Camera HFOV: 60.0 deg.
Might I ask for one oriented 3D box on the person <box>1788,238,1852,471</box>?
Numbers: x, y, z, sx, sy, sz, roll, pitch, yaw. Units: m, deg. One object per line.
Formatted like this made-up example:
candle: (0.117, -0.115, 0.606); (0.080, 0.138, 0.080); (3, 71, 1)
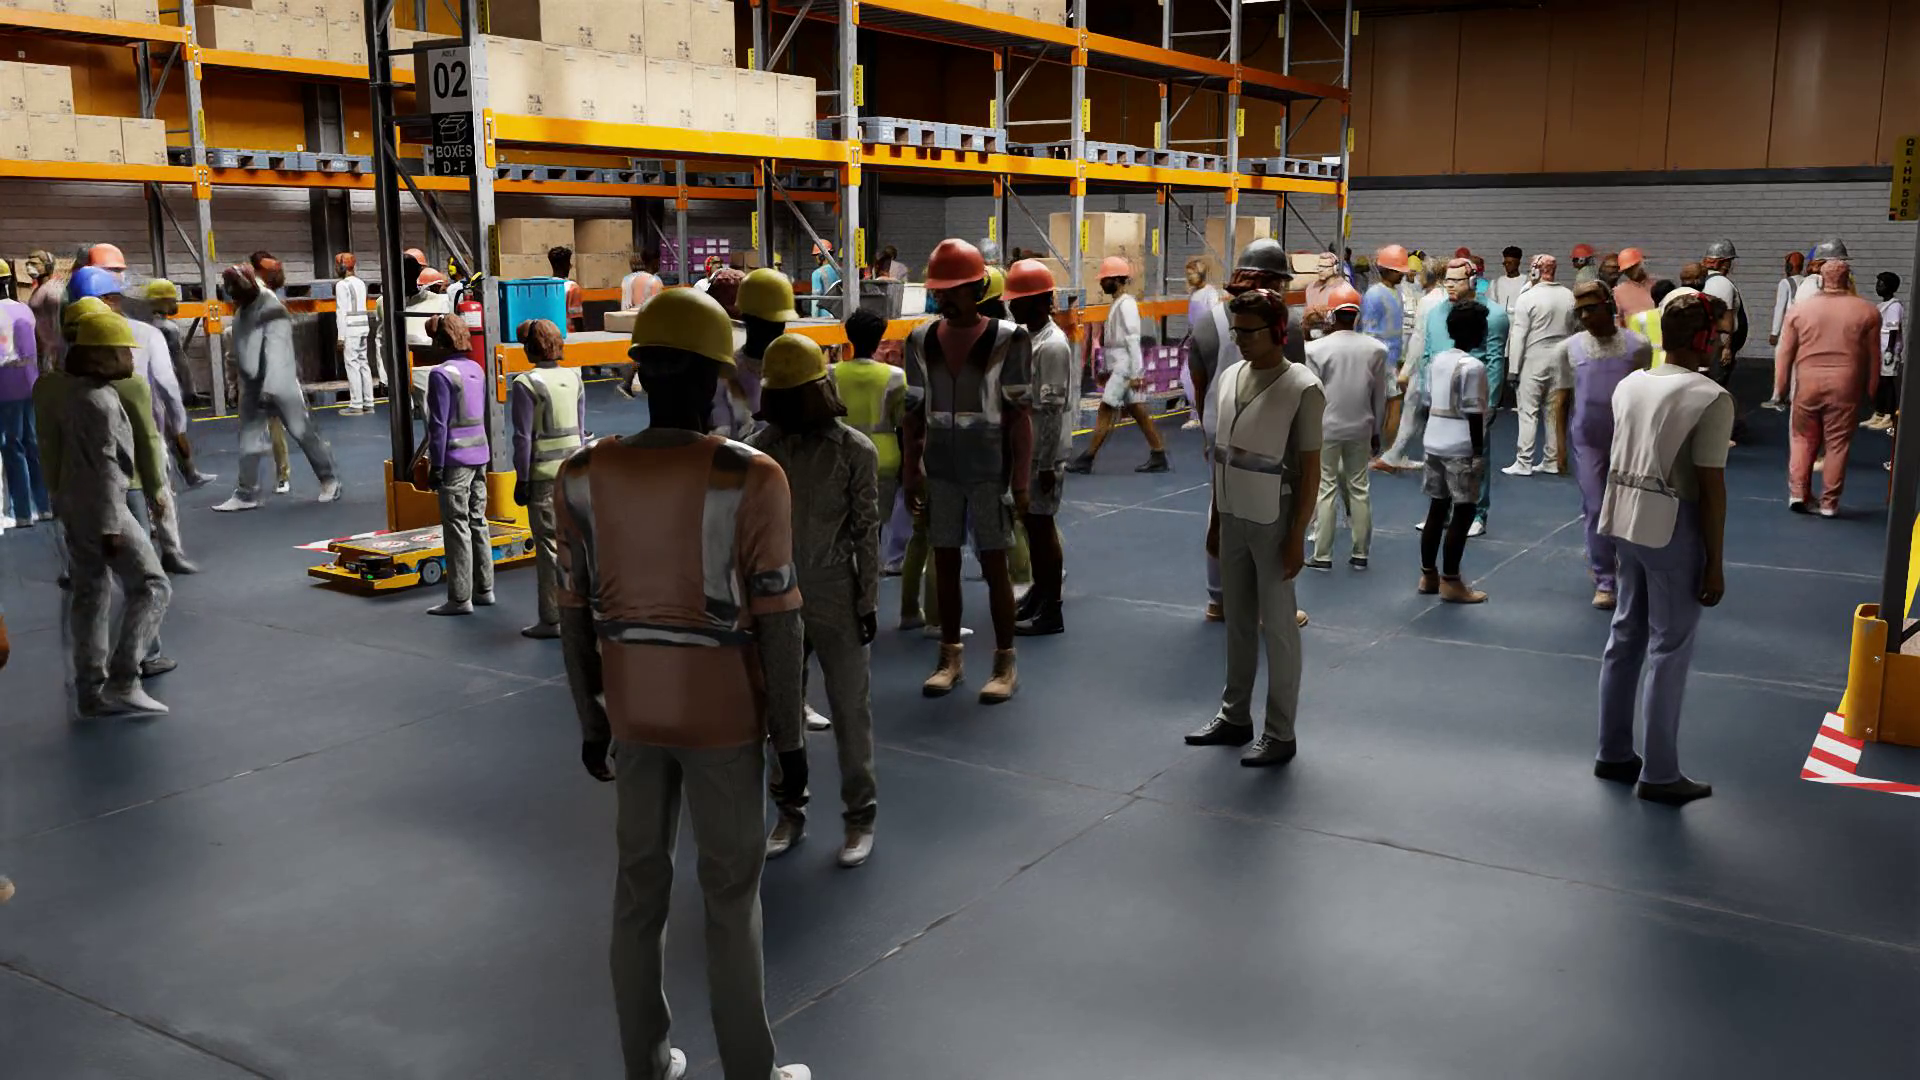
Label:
person: (7.651, -1.641, 14.721); (0.536, 2.000, 0.673); (8, 13, 38)

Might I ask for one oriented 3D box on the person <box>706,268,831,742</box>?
person: (-0.785, -0.133, 6.733); (0.399, 1.911, 0.596); (9, 14, 42)

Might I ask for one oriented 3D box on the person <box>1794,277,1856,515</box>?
person: (6.421, -1.072, 12.339); (0.329, 1.765, 0.526); (6, 12, 30)

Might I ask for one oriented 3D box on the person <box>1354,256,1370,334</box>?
person: (6.889, -4.008, 28.664); (0.318, 1.742, 0.492); (9, 14, 42)

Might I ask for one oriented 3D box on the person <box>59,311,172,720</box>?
person: (-3.585, -0.094, 7.017); (0.481, 1.721, 0.457); (10, 14, 44)

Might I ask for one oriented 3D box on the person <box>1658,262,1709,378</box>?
person: (6.526, -1.578, 14.972); (0.429, 1.832, 0.641); (-2, 10, -10)

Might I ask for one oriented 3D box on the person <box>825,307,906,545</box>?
person: (-0.508, -0.373, 8.690); (0.541, 1.671, 0.569); (0, 10, -1)

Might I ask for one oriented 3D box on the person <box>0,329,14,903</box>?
person: (-3.135, 0.166, 4.983); (0.734, 1.944, 0.502); (7, 12, 32)

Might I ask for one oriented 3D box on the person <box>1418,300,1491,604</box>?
person: (2.778, -0.490, 9.348); (0.315, 1.693, 0.600); (-2, 10, -12)

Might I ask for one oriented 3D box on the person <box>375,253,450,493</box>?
person: (-4.373, -1.332, 13.352); (0.597, 1.916, 0.370); (0, 10, 0)

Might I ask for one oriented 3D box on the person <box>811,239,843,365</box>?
person: (-1.749, -2.906, 21.773); (0.405, 2.032, 0.611); (8, 13, 36)

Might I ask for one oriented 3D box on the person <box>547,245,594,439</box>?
person: (-4.043, -1.994, 16.881); (0.602, 1.967, 0.370); (5, 12, 28)

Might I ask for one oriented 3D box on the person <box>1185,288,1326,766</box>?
person: (1.178, -0.053, 6.486); (0.390, 1.839, 0.564); (-6, 12, -30)

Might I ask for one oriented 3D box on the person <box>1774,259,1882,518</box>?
person: (6.372, -1.110, 12.225); (0.684, 1.885, 0.560); (6, 12, 28)

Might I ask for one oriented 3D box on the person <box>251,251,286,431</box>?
person: (-7.443, -2.112, 17.710); (0.385, 1.909, 0.590); (-8, 13, -39)

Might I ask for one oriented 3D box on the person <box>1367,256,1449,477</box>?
person: (3.931, -1.423, 13.957); (1.024, 1.890, 0.638); (5, 11, 26)

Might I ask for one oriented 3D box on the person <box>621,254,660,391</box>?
person: (-4.296, -2.919, 22.378); (0.621, 1.838, 0.429); (-9, 14, -42)

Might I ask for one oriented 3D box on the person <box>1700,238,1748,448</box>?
person: (7.421, -1.927, 16.306); (0.538, 2.000, 0.684); (-1, 10, -5)

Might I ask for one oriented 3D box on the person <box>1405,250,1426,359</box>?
person: (6.965, -3.517, 25.616); (0.337, 1.864, 0.513); (3, 11, 18)

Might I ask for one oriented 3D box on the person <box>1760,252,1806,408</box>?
person: (9.994, -2.515, 20.026); (0.588, 1.878, 0.371); (-5, 11, -27)

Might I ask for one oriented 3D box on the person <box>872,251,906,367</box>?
person: (-0.789, -2.099, 17.645); (0.598, 1.908, 0.410); (-9, 13, -40)

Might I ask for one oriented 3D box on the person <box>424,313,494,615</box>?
person: (-2.726, -0.414, 9.067); (0.318, 1.631, 0.524); (2, 10, 9)

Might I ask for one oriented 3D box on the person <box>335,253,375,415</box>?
person: (-7.039, -2.378, 19.281); (0.351, 1.878, 0.568); (1, 10, 5)

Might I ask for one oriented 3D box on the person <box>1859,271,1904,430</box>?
person: (9.888, -2.018, 17.791); (0.319, 1.691, 0.536); (2, 10, 10)

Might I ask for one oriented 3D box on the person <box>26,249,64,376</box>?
person: (-8.299, -1.674, 15.188); (0.366, 1.940, 0.635); (-9, 13, -40)

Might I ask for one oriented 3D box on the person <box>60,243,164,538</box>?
person: (-5.673, -0.978, 11.170); (0.375, 1.997, 0.612); (9, 13, 40)

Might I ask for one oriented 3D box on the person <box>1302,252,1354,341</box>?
person: (3.737, -1.980, 17.019); (0.397, 1.901, 0.643); (-7, 13, -35)

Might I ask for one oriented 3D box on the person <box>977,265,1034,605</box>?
person: (0.250, -0.565, 9.190); (0.532, 1.879, 0.623); (-5, 11, -24)

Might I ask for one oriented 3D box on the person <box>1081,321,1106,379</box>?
person: (1.983, -3.357, 24.393); (0.414, 1.985, 0.635); (-8, 13, -37)

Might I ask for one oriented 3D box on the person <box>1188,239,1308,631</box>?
person: (1.566, -0.558, 8.724); (0.536, 2.000, 0.672); (-10, 14, -43)

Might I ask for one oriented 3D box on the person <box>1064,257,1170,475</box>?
person: (1.373, -1.492, 14.354); (1.007, 1.880, 0.566); (0, 10, -2)

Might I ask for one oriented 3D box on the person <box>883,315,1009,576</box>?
person: (-0.013, -0.690, 9.915); (0.984, 1.868, 0.598); (-1, 10, -4)

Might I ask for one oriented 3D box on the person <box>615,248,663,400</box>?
person: (-4.007, -2.747, 21.167); (0.956, 1.937, 0.616); (-8, 13, -39)
